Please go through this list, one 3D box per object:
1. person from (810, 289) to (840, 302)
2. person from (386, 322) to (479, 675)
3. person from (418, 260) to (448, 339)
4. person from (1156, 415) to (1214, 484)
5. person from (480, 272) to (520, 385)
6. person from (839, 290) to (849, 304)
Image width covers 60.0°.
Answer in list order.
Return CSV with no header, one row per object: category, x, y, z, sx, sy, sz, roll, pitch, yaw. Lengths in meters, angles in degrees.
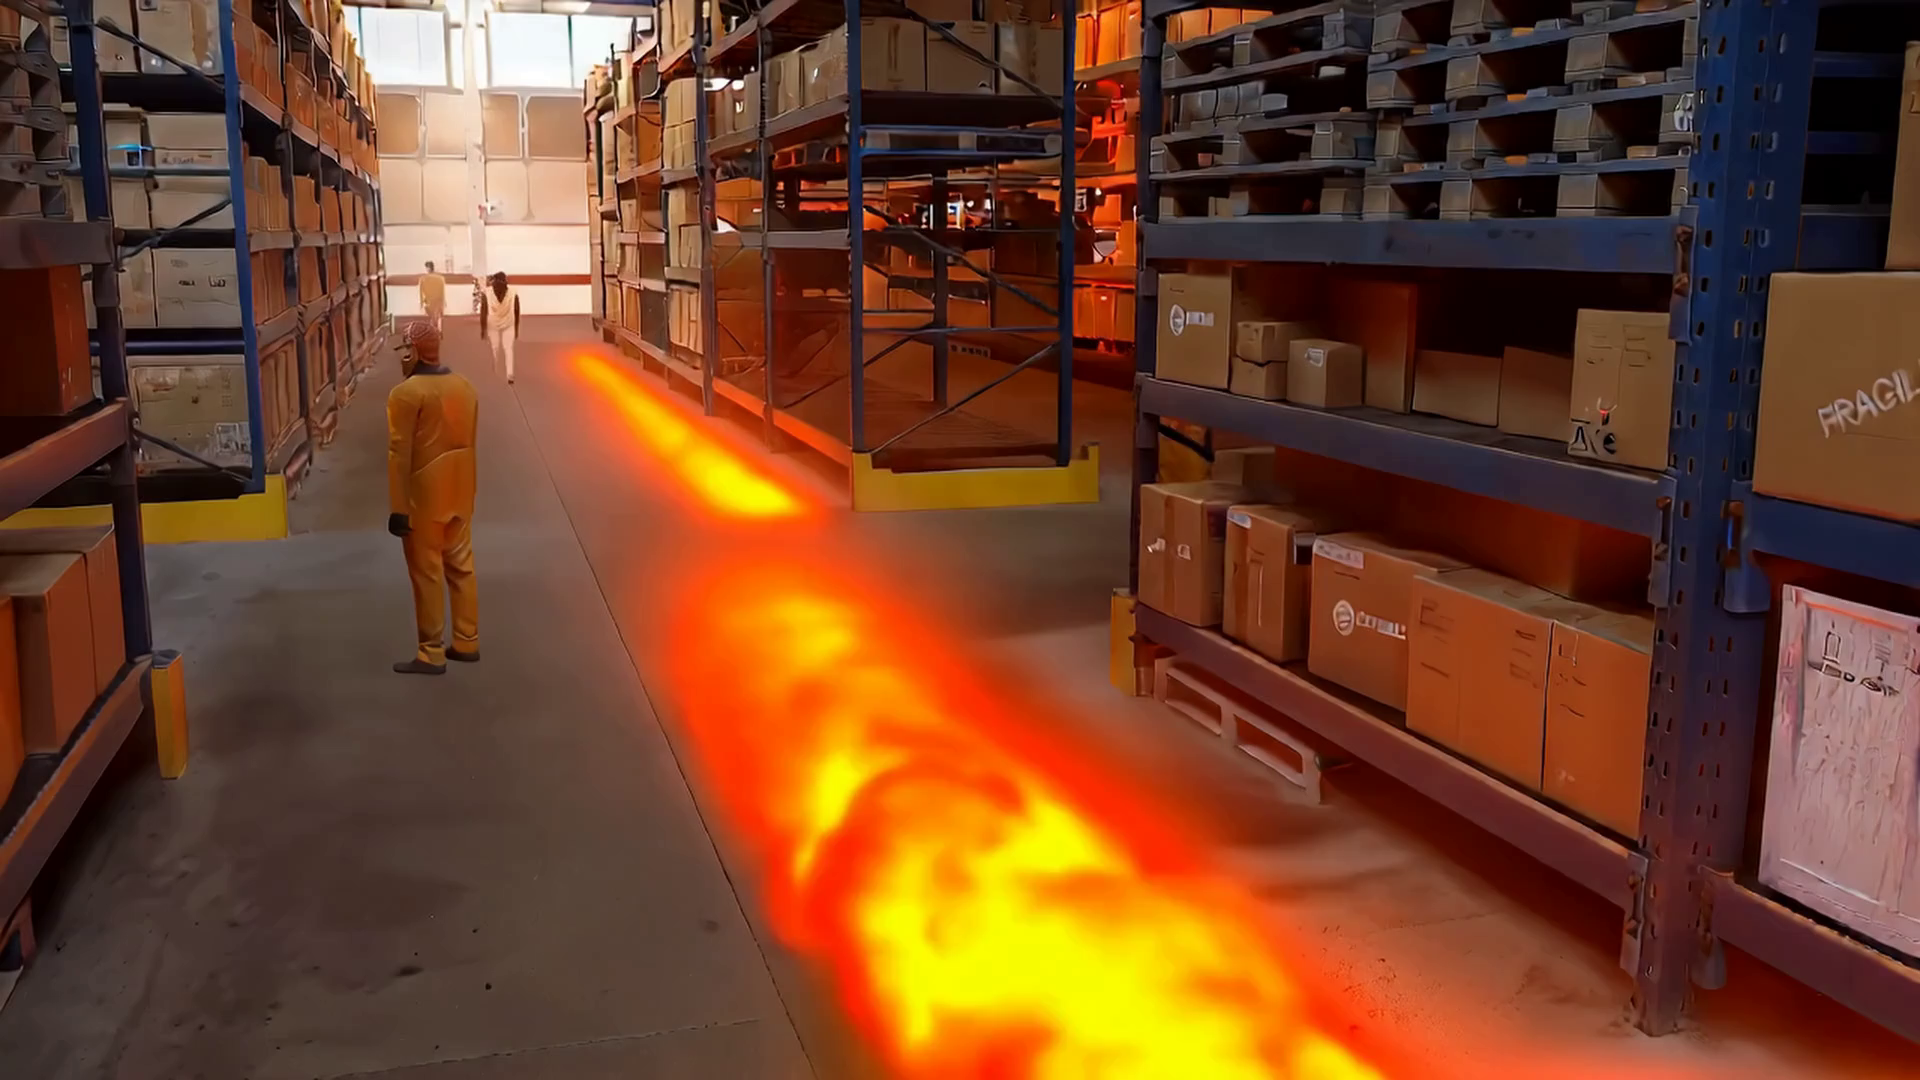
person,-2.291,-3.689,28.353,0.533,1.765,0.326,-4,11,-19
person,-2.874,-0.227,9.017,0.399,1.899,0.646,4,11,19
person,-12.010,-5.447,37.852,0.633,1.806,0.669,-4,11,-22
person,1.508,-0.510,11.228,0.878,1.646,0.560,8,13,39
person,-7.401,-3.414,26.785,0.626,1.799,0.970,-3,11,-14
person,-2.909,-6.529,43.986,0.583,1.741,0.480,5,12,27
